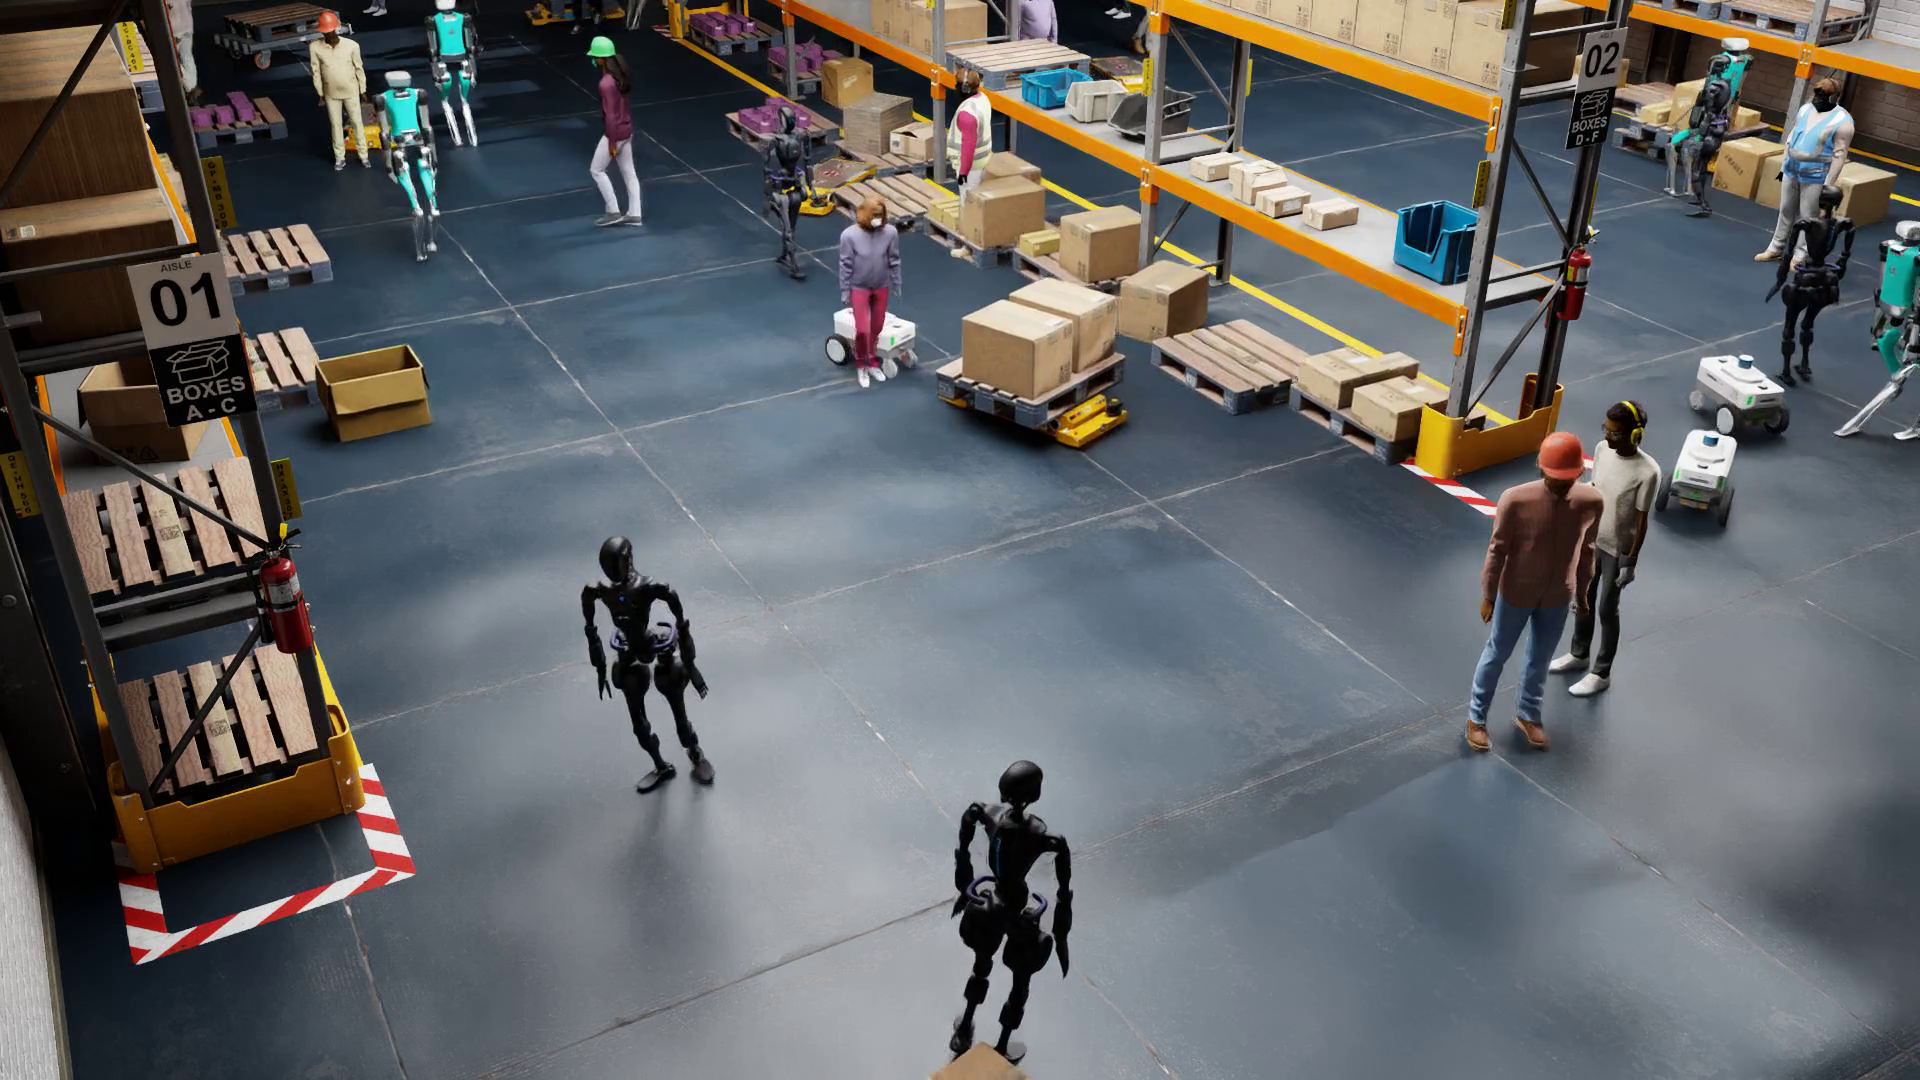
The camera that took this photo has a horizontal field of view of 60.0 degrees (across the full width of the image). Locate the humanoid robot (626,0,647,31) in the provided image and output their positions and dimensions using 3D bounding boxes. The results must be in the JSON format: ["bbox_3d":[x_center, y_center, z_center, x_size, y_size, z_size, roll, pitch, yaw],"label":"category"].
[{"bbox_3d":[-4.905,-8.437,24.683,0.540,1.856,0.653,14,33,23],"label":"humanoid robot"}]

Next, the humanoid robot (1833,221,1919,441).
[{"bbox_3d":[7.316,-1.567,12.699,0.884,1.784,0.585,-4,30,-7],"label":"humanoid robot"}]

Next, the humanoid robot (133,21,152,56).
[{"bbox_3d":[-10.428,-6.607,21.511,0.595,1.633,0.620,-16,33,-25],"label":"humanoid robot"}]

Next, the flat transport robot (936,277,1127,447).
[{"bbox_3d":[0.573,-1.126,13.369,1.431,0.231,0.659,22,37,34],"label":"flat transport robot"}]

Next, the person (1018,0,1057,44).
[{"bbox_3d":[0.856,-6.144,20.494,0.668,1.877,0.682,-24,38,-36],"label":"person"}]

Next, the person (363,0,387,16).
[{"bbox_3d":[-9.100,-8.917,25.560,0.291,1.632,0.496,-24,38,-35],"label":"person"}]

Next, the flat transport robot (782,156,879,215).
[{"bbox_3d":[-1.439,-3.872,18.151,0.659,0.231,1.431,13,32,22],"label":"flat transport robot"}]

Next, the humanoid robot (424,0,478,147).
[{"bbox_3d":[-5.932,-5.456,19.446,0.530,1.797,0.732,-13,32,-22],"label":"humanoid robot"}]

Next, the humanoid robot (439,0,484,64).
[{"bbox_3d":[-6.976,-7.476,23.065,0.599,1.623,0.799,4,30,7],"label":"humanoid robot"}]

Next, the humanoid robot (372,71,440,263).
[{"bbox_3d":[-5.263,-3.604,16.250,0.557,1.813,0.850,-21,36,-32],"label":"humanoid robot"}]

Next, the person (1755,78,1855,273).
[{"bbox_3d":[8.089,-3.487,15.901,0.429,1.841,0.635,-12,32,-20],"label":"person"}]

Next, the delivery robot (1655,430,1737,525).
[{"bbox_3d":[5.342,-0.484,11.967,0.499,0.596,0.775,15,33,25],"label":"delivery robot"}]

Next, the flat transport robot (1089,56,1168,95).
[{"bbox_3d":[2.193,-6.195,22.193,0.659,0.231,1.431,-9,31,-16],"label":"flat transport robot"}]

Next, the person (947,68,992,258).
[{"bbox_3d":[0.085,-3.674,16.227,0.431,1.843,0.622,7,31,12],"label":"person"}]

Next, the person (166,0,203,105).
[{"bbox_3d":[-9.861,-6.414,20.921,0.471,1.917,0.652,15,33,25],"label":"person"}]

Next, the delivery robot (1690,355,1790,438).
[{"bbox_3d":[6.161,-1.151,13.145,0.499,0.614,0.815,-6,30,-10],"label":"delivery robot"}]

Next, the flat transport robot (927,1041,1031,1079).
[{"bbox_3d":[0.092,2.952,6.272,0.659,0.231,1.431,4,30,7],"label":"flat transport robot"}]

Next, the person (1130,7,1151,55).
[{"bbox_3d":[2.735,-7.683,23.182,0.612,1.870,0.450,-23,37,-34],"label":"person"}]

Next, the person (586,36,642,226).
[{"bbox_3d":[-3.600,-4.148,16.957,0.631,1.930,0.529,5,30,9],"label":"person"}]

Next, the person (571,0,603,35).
[{"bbox_3d":[-5.582,-8.408,24.590,0.837,1.724,0.674,7,31,11],"label":"person"}]

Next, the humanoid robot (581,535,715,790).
[{"bbox_3d":[-1.654,0.650,8.866,0.620,1.631,0.447,1,30,2],"label":"humanoid robot"}]

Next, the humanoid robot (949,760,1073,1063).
[{"bbox_3d":[0.202,1.623,7.171,0.596,1.643,0.326,15,33,25],"label":"humanoid robot"}]

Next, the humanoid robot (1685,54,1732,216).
[{"bbox_3d":[7.865,-4.234,17.367,0.391,1.635,0.609,18,35,29],"label":"humanoid robot"}]

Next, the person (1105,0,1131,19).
[{"bbox_3d":[2.460,-8.921,25.361,0.327,1.843,0.516,-11,32,-19],"label":"person"}]

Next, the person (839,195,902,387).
[{"bbox_3d":[-0.711,-2.026,13.573,0.530,1.614,0.449,-12,32,-20],"label":"person"}]

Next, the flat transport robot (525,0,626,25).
[{"bbox_3d":[-5.915,-8.128,25.558,1.431,0.231,0.659,-12,32,-19],"label":"flat transport robot"}]

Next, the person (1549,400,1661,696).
[{"bbox_3d":[3.776,0.042,9.750,0.349,1.856,0.521,-11,32,-19],"label":"person"}]

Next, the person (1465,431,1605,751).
[{"bbox_3d":[3.181,0.294,9.174,0.636,1.990,0.395,-3,30,-4],"label":"person"}]

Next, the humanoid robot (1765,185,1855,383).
[{"bbox_3d":[6.970,-2.102,13.657,0.587,1.658,0.337,-2,30,-4],"label":"humanoid robot"}]

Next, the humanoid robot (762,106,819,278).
[{"bbox_3d":[-1.599,-3.316,15.797,0.609,1.628,0.745,-24,37,-35],"label":"humanoid robot"}]

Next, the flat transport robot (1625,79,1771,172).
[{"bbox_3d":[8.479,-4.585,19.390,0.659,0.231,1.431,-15,33,-25],"label":"flat transport robot"}]

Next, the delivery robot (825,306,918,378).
[{"bbox_3d":[-0.740,-1.733,14.151,0.808,0.606,0.499,22,36,33],"label":"delivery robot"}]

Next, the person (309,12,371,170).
[{"bbox_3d":[-6.970,-5.054,18.722,0.560,1.744,0.336,-7,31,-13],"label":"person"}]

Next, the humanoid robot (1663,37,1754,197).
[{"bbox_3d":[7.940,-4.552,17.846,0.539,1.759,0.736,-11,32,-18],"label":"humanoid robot"}]

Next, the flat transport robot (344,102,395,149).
[{"bbox_3d":[-7.055,-5.039,20.181,0.659,0.231,1.431,-5,30,-8],"label":"flat transport robot"}]

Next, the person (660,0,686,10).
[{"bbox_3d":[-4.553,-9.187,25.910,0.572,1.749,0.337,-9,31,-15],"label":"person"}]
